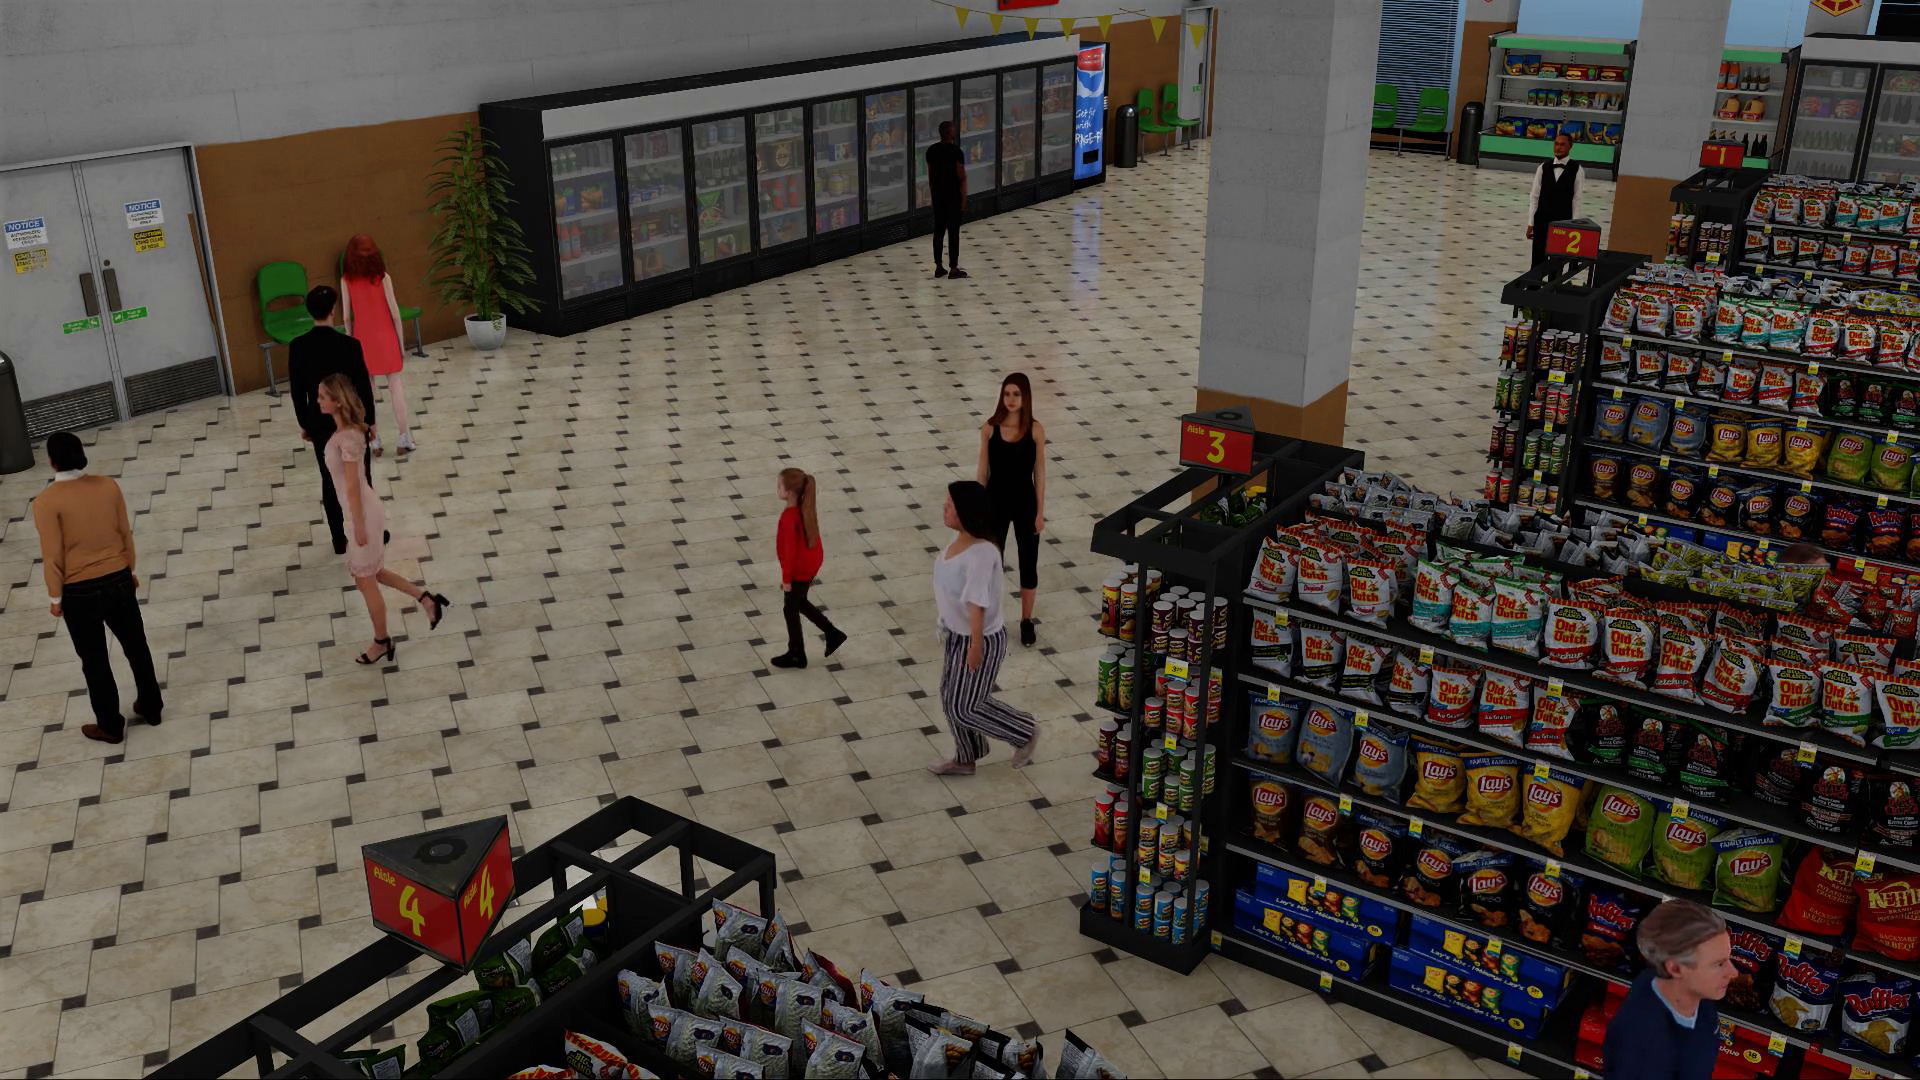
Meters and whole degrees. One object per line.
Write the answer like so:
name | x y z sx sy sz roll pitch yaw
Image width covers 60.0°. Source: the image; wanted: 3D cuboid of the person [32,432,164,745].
person | -4.703 0.251 9.042 0.570 1.753 0.666 13 25 29

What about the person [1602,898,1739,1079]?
person | 1.928 1.853 4.958 1.188 1.825 0.786 19 29 39

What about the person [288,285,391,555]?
person | -4.317 -0.823 11.528 0.768 1.892 0.847 -2 22 -5

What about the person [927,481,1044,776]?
person | 0.139 0.486 8.569 0.994 1.668 0.936 -4 22 -10

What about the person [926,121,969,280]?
person | -0.155 -3.988 19.503 0.494 1.819 0.726 14 26 30

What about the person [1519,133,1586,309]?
person | 6.429 -3.436 17.998 0.509 1.917 0.757 14 26 30

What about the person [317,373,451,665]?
person | -3.448 -0.120 9.872 0.891 1.821 0.864 -7 23 -18

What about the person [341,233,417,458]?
person | -4.737 -1.574 13.485 0.642 1.827 0.733 -1 22 -2

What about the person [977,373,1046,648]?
person | 0.323 -0.194 10.185 0.581 1.726 0.704 4 22 11

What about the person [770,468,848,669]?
person | -0.896 0.180 9.866 0.747 1.271 0.611 6 23 15
